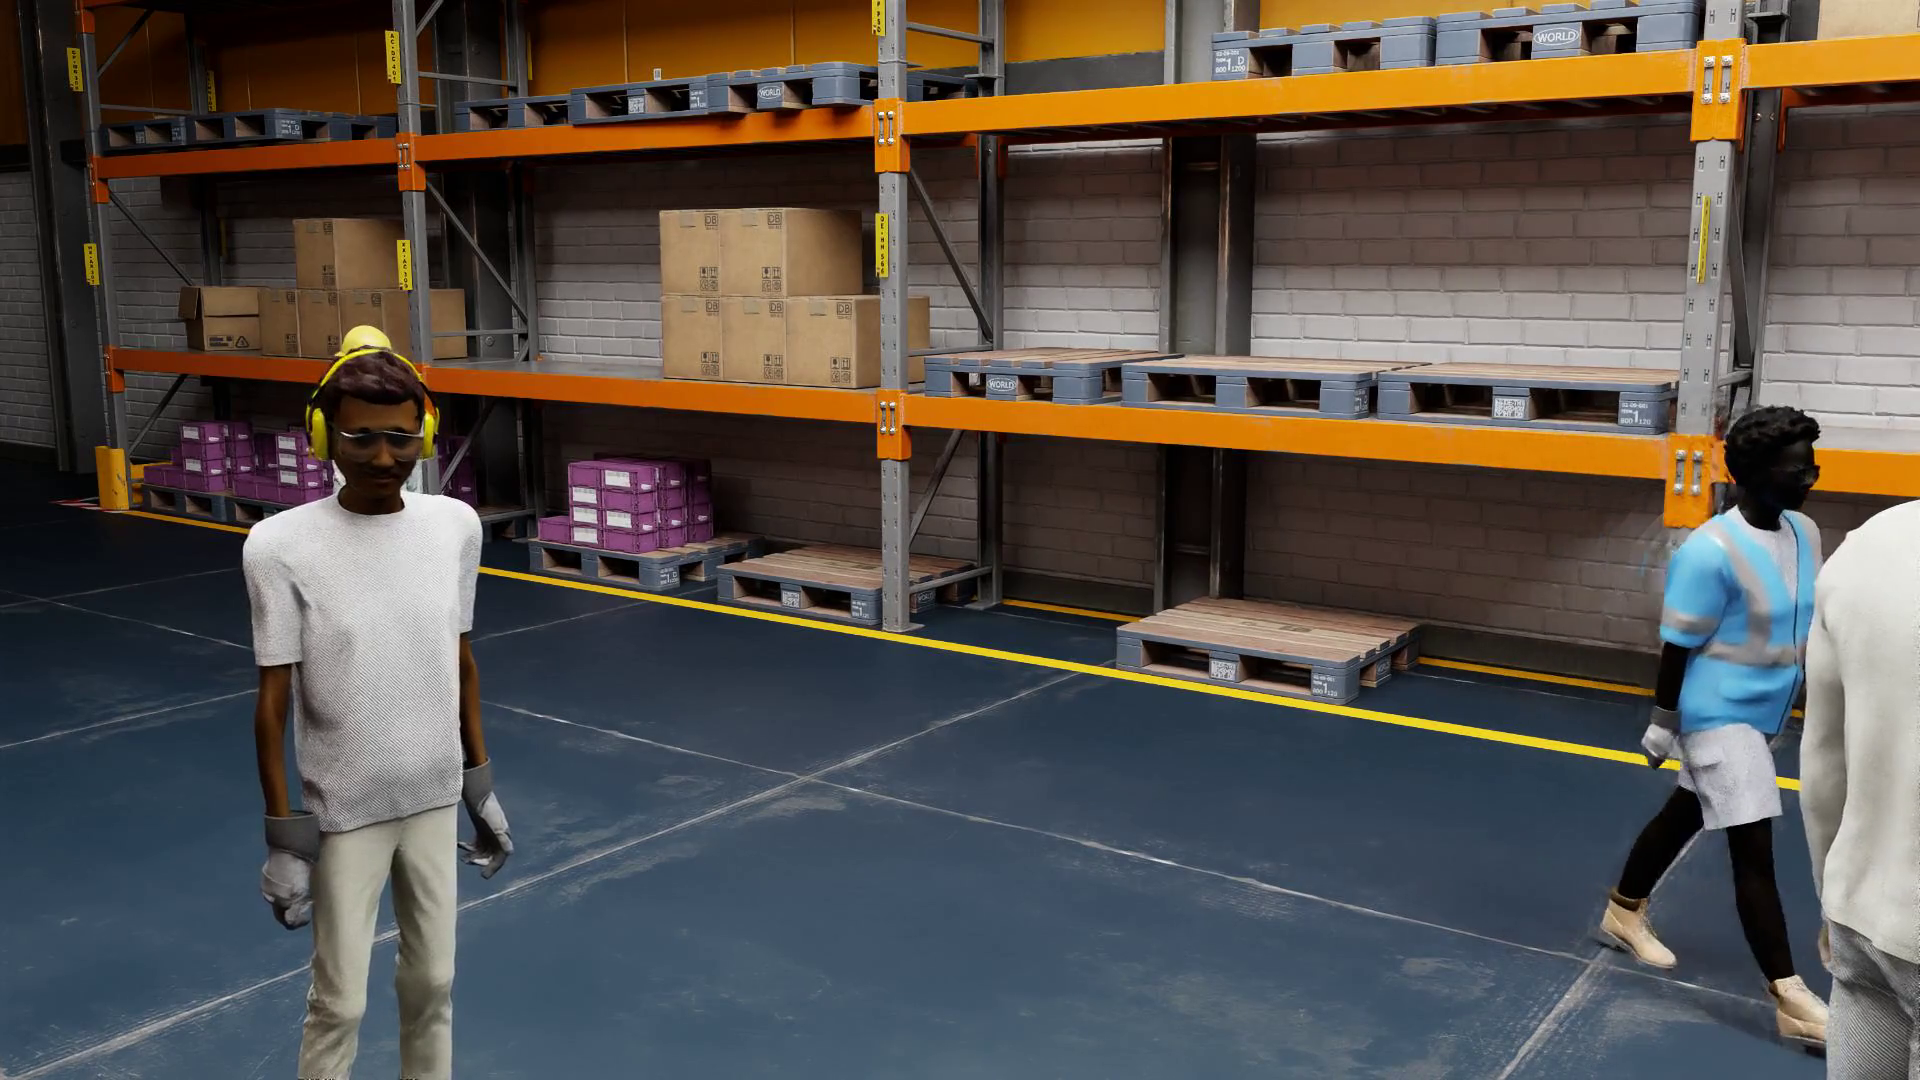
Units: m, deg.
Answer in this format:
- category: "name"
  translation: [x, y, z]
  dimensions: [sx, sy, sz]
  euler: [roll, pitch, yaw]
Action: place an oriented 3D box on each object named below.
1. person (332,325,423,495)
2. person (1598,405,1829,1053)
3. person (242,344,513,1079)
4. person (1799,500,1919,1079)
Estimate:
- category: "person"
  translation: [-2.546, -0.058, 7.263]
  dimensions: [0.286, 1.746, 0.489]
  euler: [5, 11, 27]
- category: "person"
  translation: [2.081, 0.462, 4.441]
  dimensions: [0.541, 1.647, 0.888]
  euler: [-7, 12, -37]
- category: "person"
  translation: [-1.133, 0.546, 3.314]
  dimensions: [0.327, 1.863, 0.521]
  euler: [8, 13, 41]
- category: "person"
  translation: [1.535, 0.636, 2.552]
  dimensions: [0.379, 1.940, 0.629]
  euler: [-1, 10, -7]
